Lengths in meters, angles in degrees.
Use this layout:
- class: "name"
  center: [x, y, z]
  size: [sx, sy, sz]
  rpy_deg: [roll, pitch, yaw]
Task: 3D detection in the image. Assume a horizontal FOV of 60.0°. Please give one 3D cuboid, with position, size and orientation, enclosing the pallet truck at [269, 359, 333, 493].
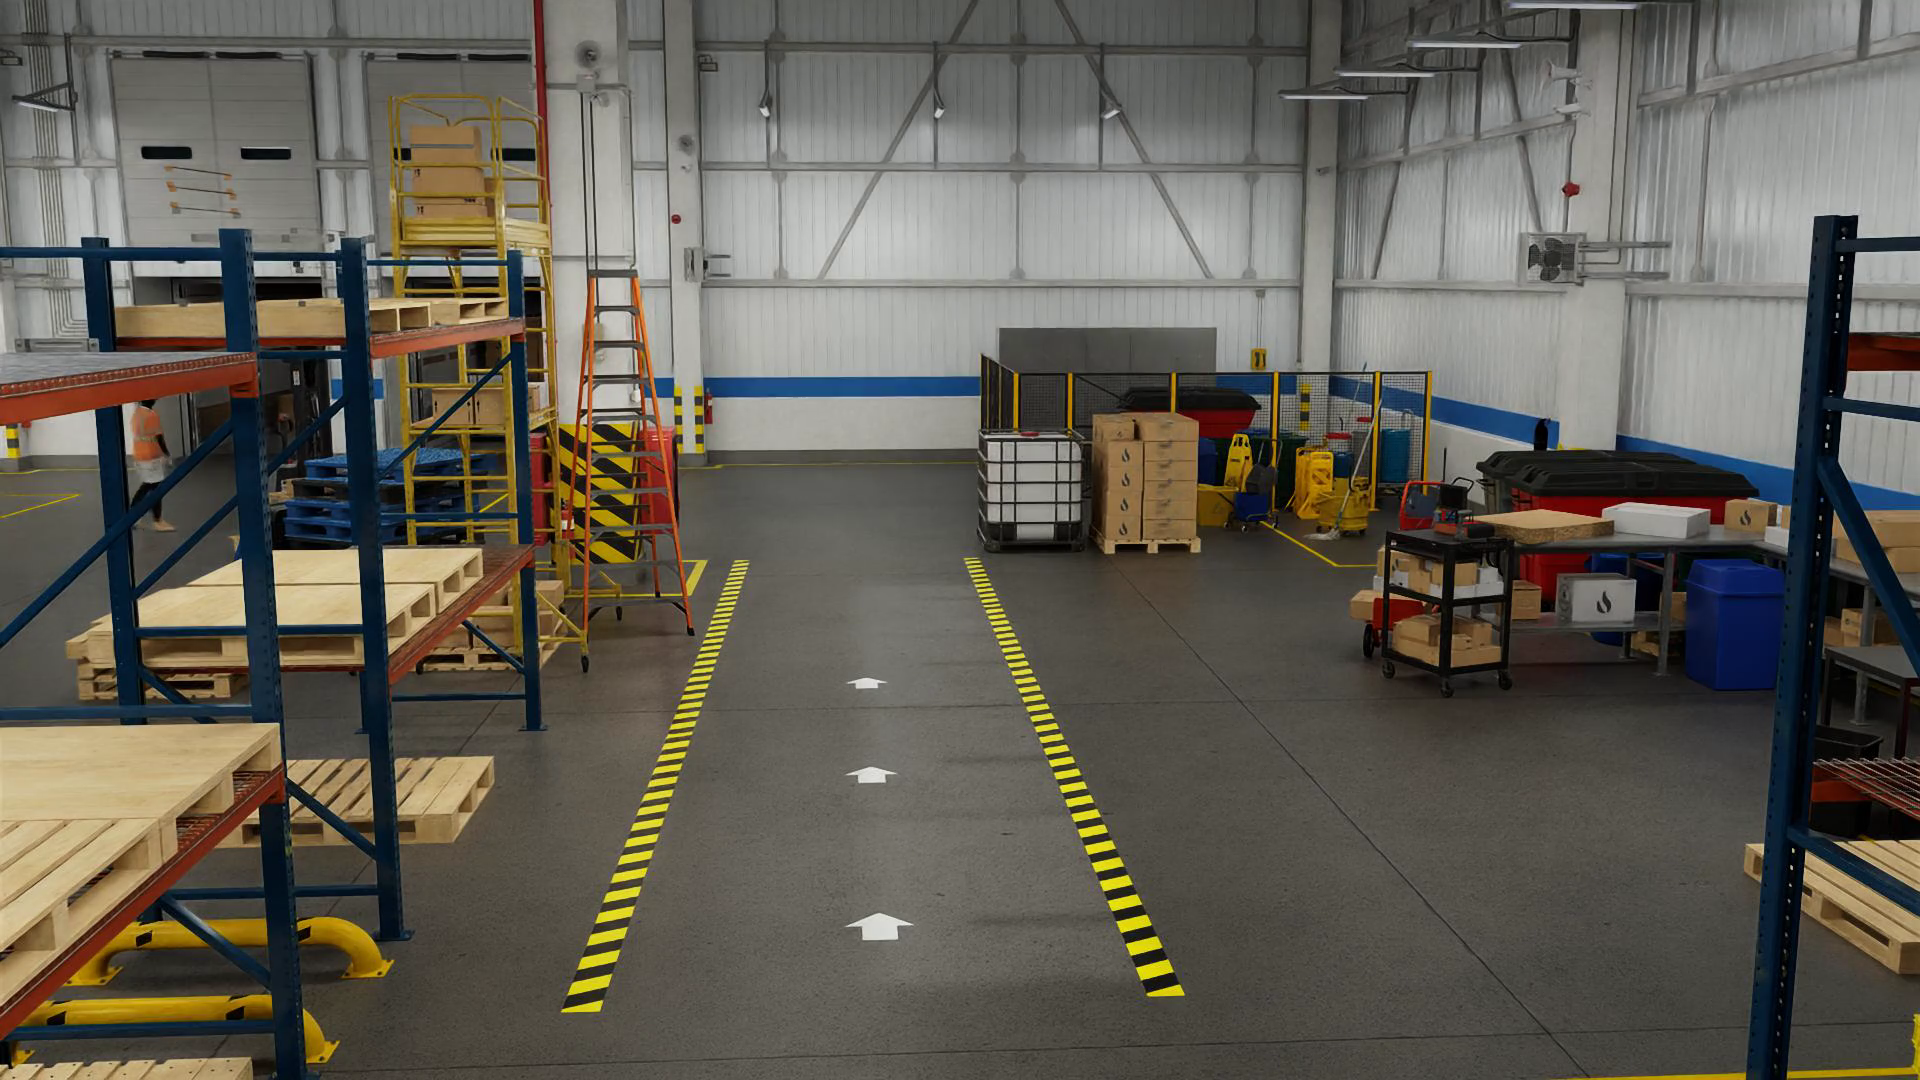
- class: "pallet truck"
  center: [-7.062, -1.131, 18.996]
  size: [1.885, 1.965, 0.823]
  rpy_deg: [2, 9, 13]

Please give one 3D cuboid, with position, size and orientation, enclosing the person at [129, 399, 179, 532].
- class: "person"
  center: [-9.098, -0.902, 18.579]
  size: [0.461, 1.681, 0.637]
  rpy_deg: [-8, 12, -42]
